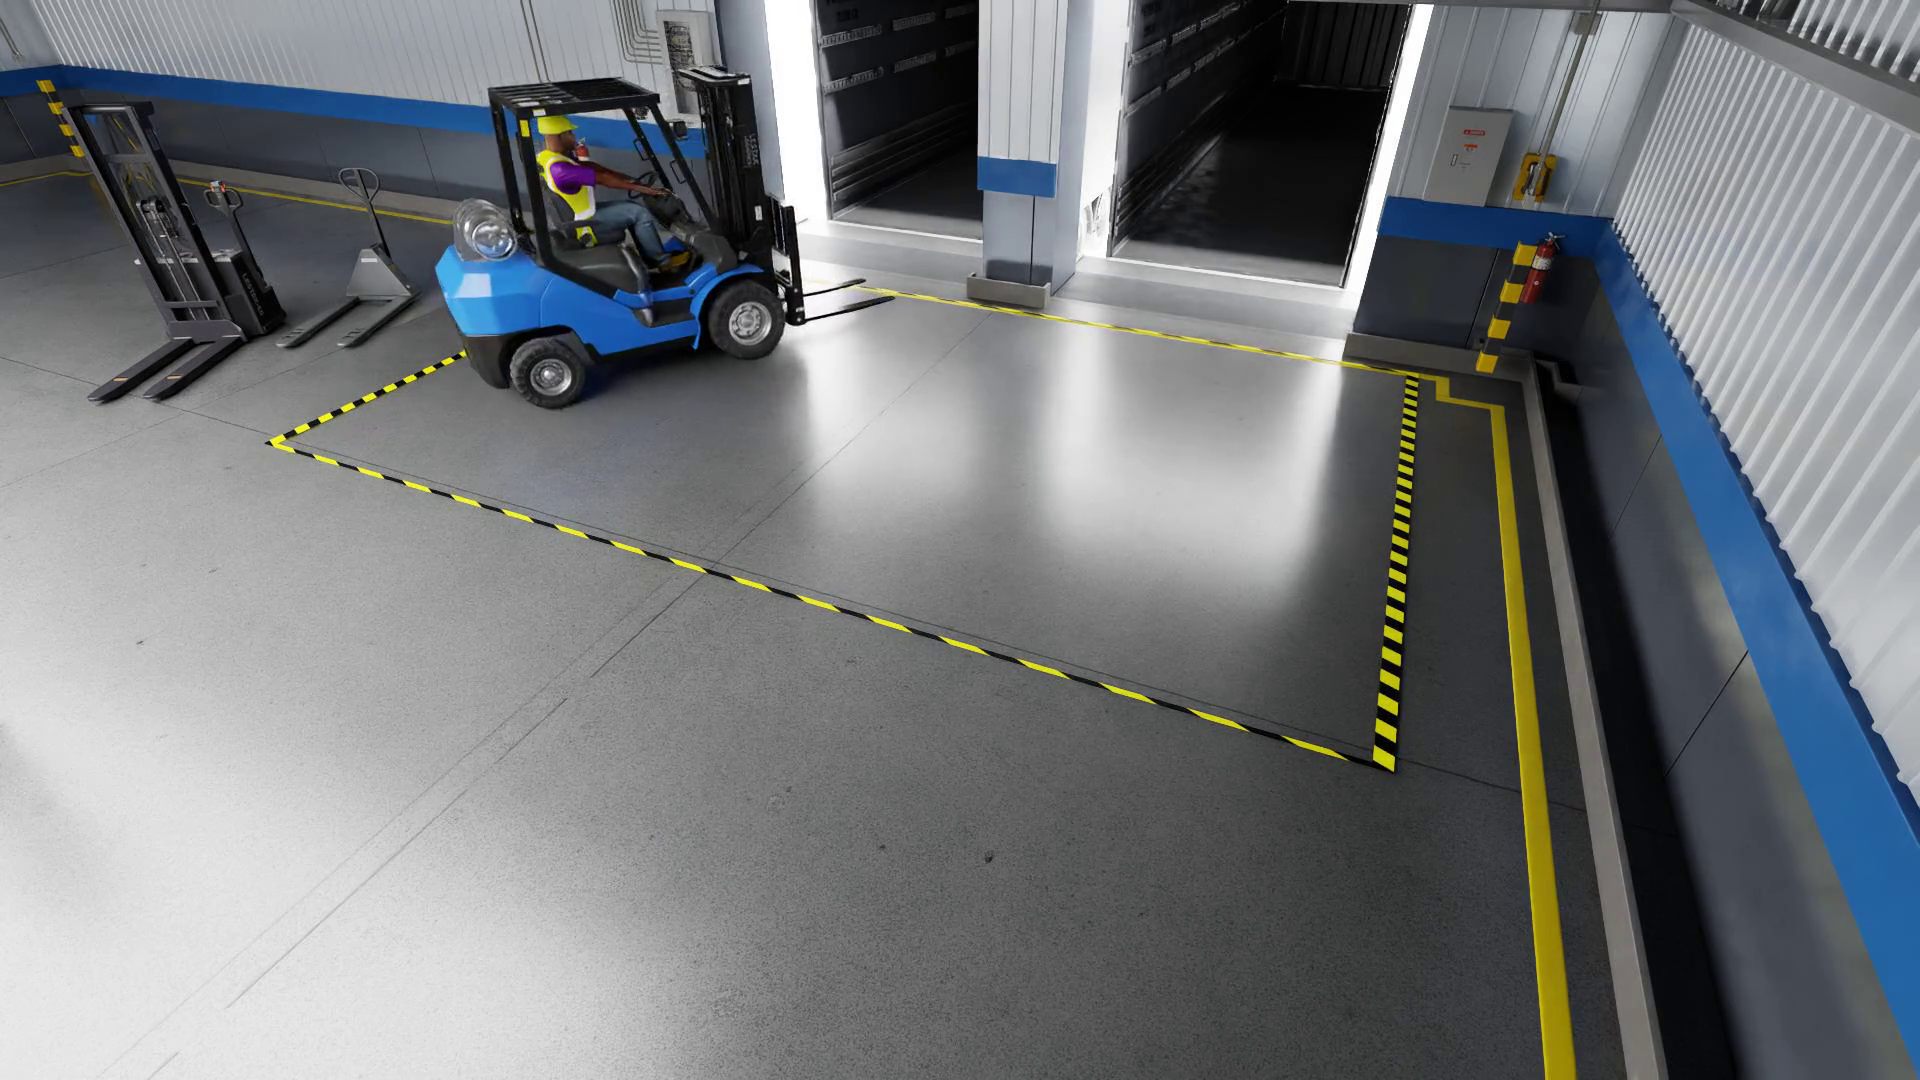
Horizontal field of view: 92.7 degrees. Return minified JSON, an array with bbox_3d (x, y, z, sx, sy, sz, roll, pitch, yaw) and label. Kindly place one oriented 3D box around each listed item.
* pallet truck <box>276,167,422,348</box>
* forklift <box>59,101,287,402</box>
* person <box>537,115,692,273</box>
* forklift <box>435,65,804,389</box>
[{"bbox_3d":[-5.732,-2.611,8.414,0.680,1.201,1.601,-1,35,-1],"label":"pallet truck"},{"bbox_3d":[-6.686,-2.387,7.434,0.823,1.965,1.885,-3,35,-5],"label":"forklift"},{"bbox_3d":[-2.744,-2.747,7.312,1.004,1.293,0.635,-20,40,-26],"label":"person"},{"bbox_3d":[-2.798,-2.578,7.398,2.680,2.036,1.157,-20,40,-26],"label":"forklift"}]
